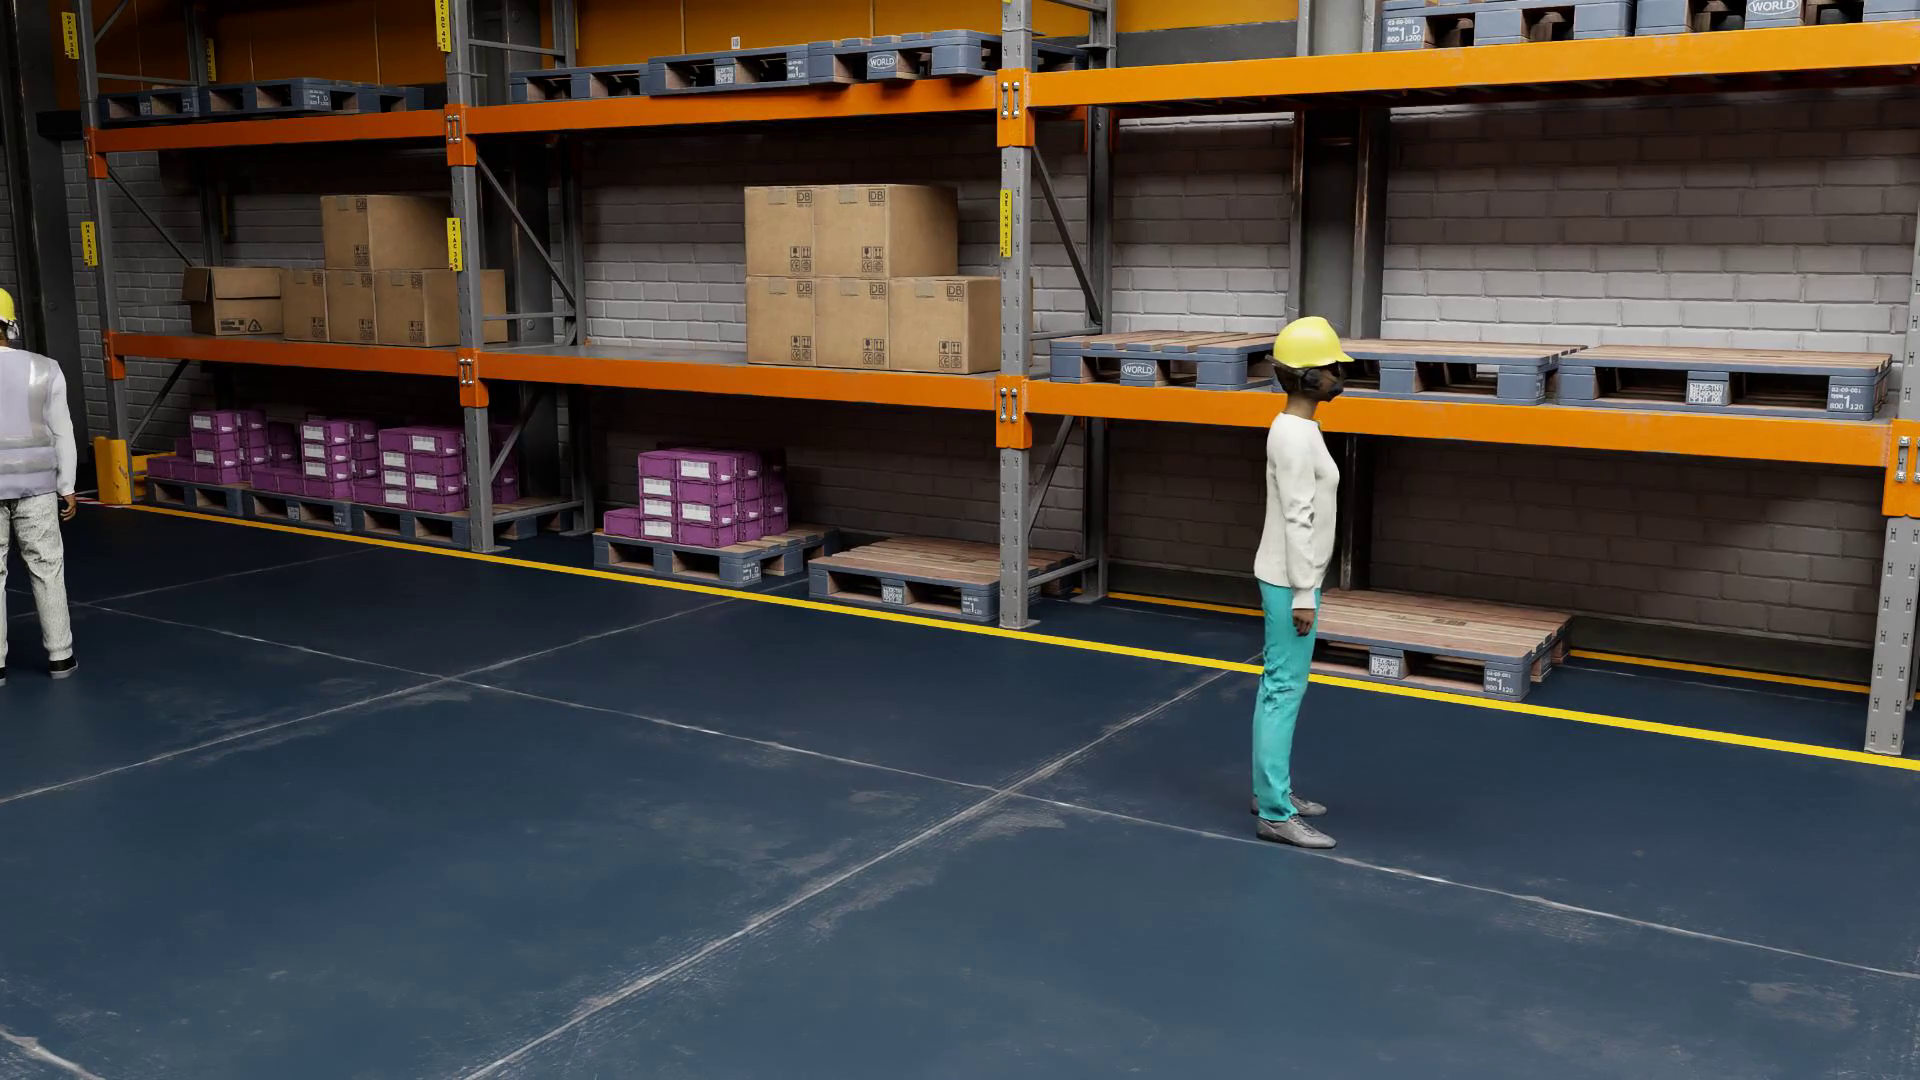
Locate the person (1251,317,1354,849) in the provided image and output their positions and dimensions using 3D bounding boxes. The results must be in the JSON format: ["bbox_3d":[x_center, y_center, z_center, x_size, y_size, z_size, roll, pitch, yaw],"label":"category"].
[{"bbox_3d":[1.145,0.139,5.613,0.301,1.772,0.531,2,10,8],"label":"person"}]

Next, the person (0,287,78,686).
[{"bbox_3d":[-4.347,-0.247,7.577,0.592,1.833,0.404,-6,12,-31],"label":"person"}]
